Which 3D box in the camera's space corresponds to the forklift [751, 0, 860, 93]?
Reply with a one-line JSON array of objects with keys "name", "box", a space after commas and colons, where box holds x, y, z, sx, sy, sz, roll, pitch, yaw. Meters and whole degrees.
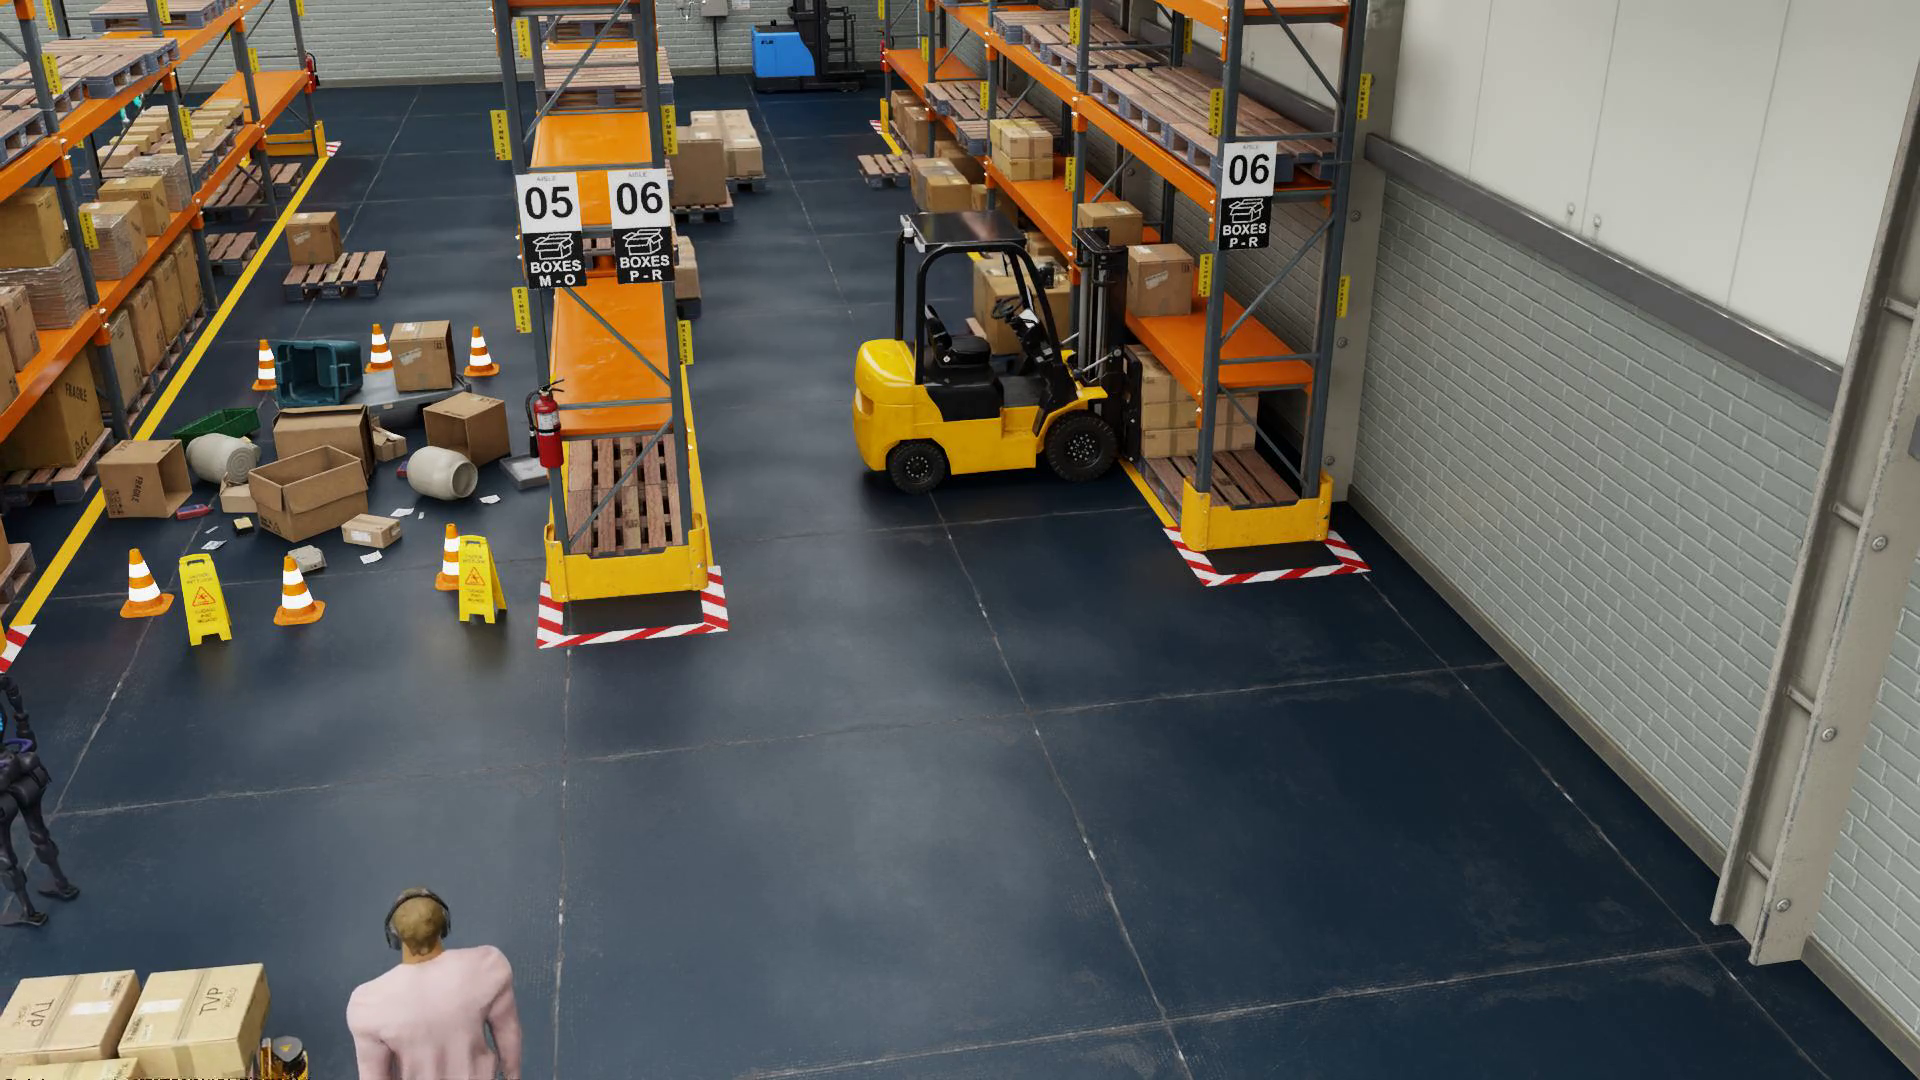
[{"name": "forklift", "box": [-2.872, -9.679, 30.288, 1.873, 2.768, 1.129, -5, 26, -10]}]

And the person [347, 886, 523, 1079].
[{"name": "person", "box": [-2.041, 2.199, 6.628, 0.633, 1.938, 0.364, -15, 29, -28]}]

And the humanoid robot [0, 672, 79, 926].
[{"name": "humanoid robot", "box": [-5.101, 1.284, 8.828, 0.312, 1.654, 0.598, 7, 26, 14]}]

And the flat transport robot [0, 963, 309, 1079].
[{"name": "flat transport robot", "box": [-3.705, 2.697, 7.513, 1.431, 0.231, 0.659, -10, 27, -19]}]

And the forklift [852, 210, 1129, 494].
[{"name": "forklift", "box": [0.216, -1.659, 14.366, 2.313, 2.155, 1.214, -5, 26, -10]}]

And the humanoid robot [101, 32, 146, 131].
[{"name": "humanoid robot", "box": [-13.150, -7.078, 26.238, 0.535, 1.832, 0.748, -21, 33, -37]}]
